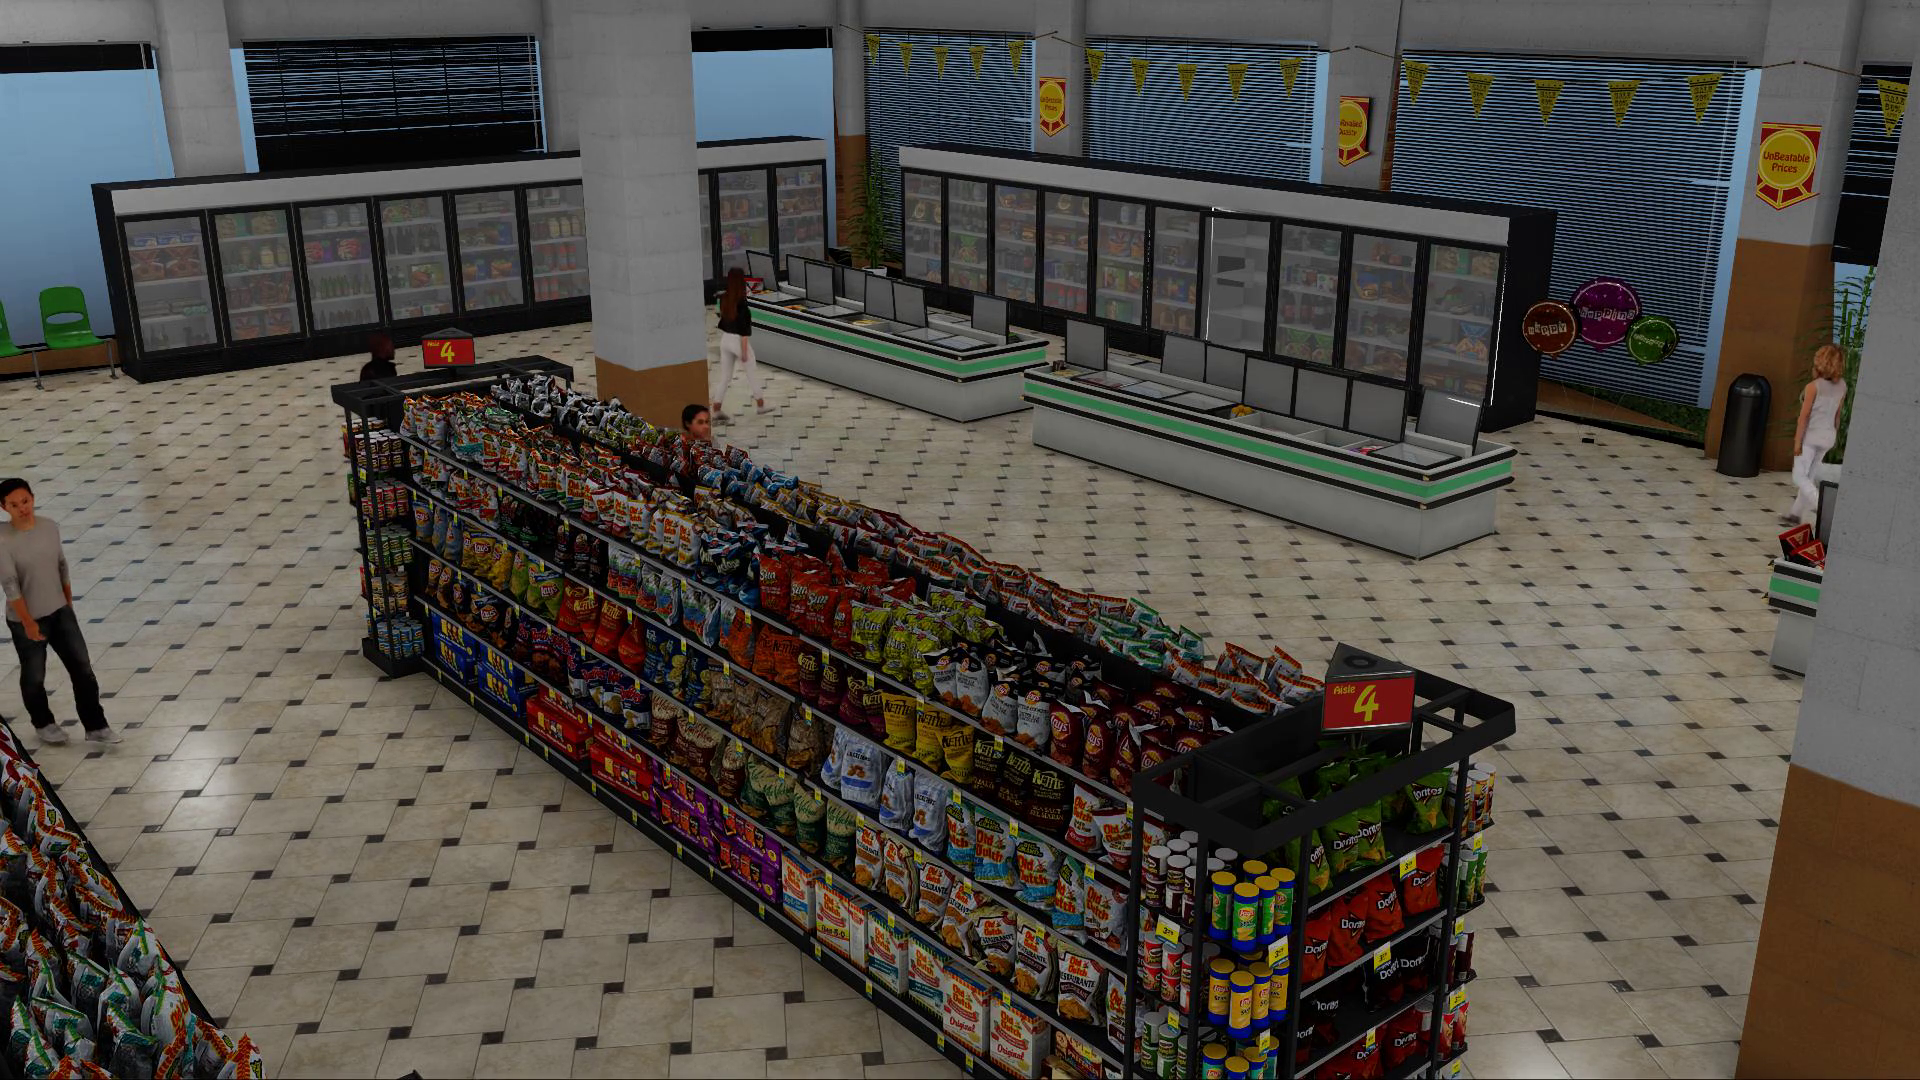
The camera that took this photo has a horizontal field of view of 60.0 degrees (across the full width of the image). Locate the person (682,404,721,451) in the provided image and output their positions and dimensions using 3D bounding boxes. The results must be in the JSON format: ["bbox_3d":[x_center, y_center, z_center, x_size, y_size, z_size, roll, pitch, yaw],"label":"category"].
[{"bbox_3d":[-1.997,-0.178,12.327,0.954,1.713,0.746,14,23,36],"label":"person"}]

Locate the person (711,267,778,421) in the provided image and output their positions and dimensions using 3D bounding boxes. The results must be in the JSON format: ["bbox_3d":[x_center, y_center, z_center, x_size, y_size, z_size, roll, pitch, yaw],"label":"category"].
[{"bbox_3d":[-2.499,-2.091,18.080,1.056,1.662,0.797,15,24,38],"label":"person"}]

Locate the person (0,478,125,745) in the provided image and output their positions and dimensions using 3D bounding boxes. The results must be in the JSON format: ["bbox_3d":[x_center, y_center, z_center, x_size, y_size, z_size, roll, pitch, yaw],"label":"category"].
[{"bbox_3d":[-5.795,0.468,10.322,1.026,1.771,0.877,9,21,25],"label":"person"}]

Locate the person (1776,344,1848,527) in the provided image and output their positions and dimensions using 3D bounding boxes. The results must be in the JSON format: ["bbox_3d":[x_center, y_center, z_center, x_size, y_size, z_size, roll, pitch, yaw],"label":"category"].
[{"bbox_3d":[7.486,-0.865,14.456,0.805,1.655,1.007,-6,19,-17],"label":"person"}]

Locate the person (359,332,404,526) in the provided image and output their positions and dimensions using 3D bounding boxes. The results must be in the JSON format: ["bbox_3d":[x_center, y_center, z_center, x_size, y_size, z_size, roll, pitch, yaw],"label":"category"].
[{"bbox_3d":[-4.967,-0.879,14.236,0.774,1.820,0.589,-16,24,-39],"label":"person"}]
